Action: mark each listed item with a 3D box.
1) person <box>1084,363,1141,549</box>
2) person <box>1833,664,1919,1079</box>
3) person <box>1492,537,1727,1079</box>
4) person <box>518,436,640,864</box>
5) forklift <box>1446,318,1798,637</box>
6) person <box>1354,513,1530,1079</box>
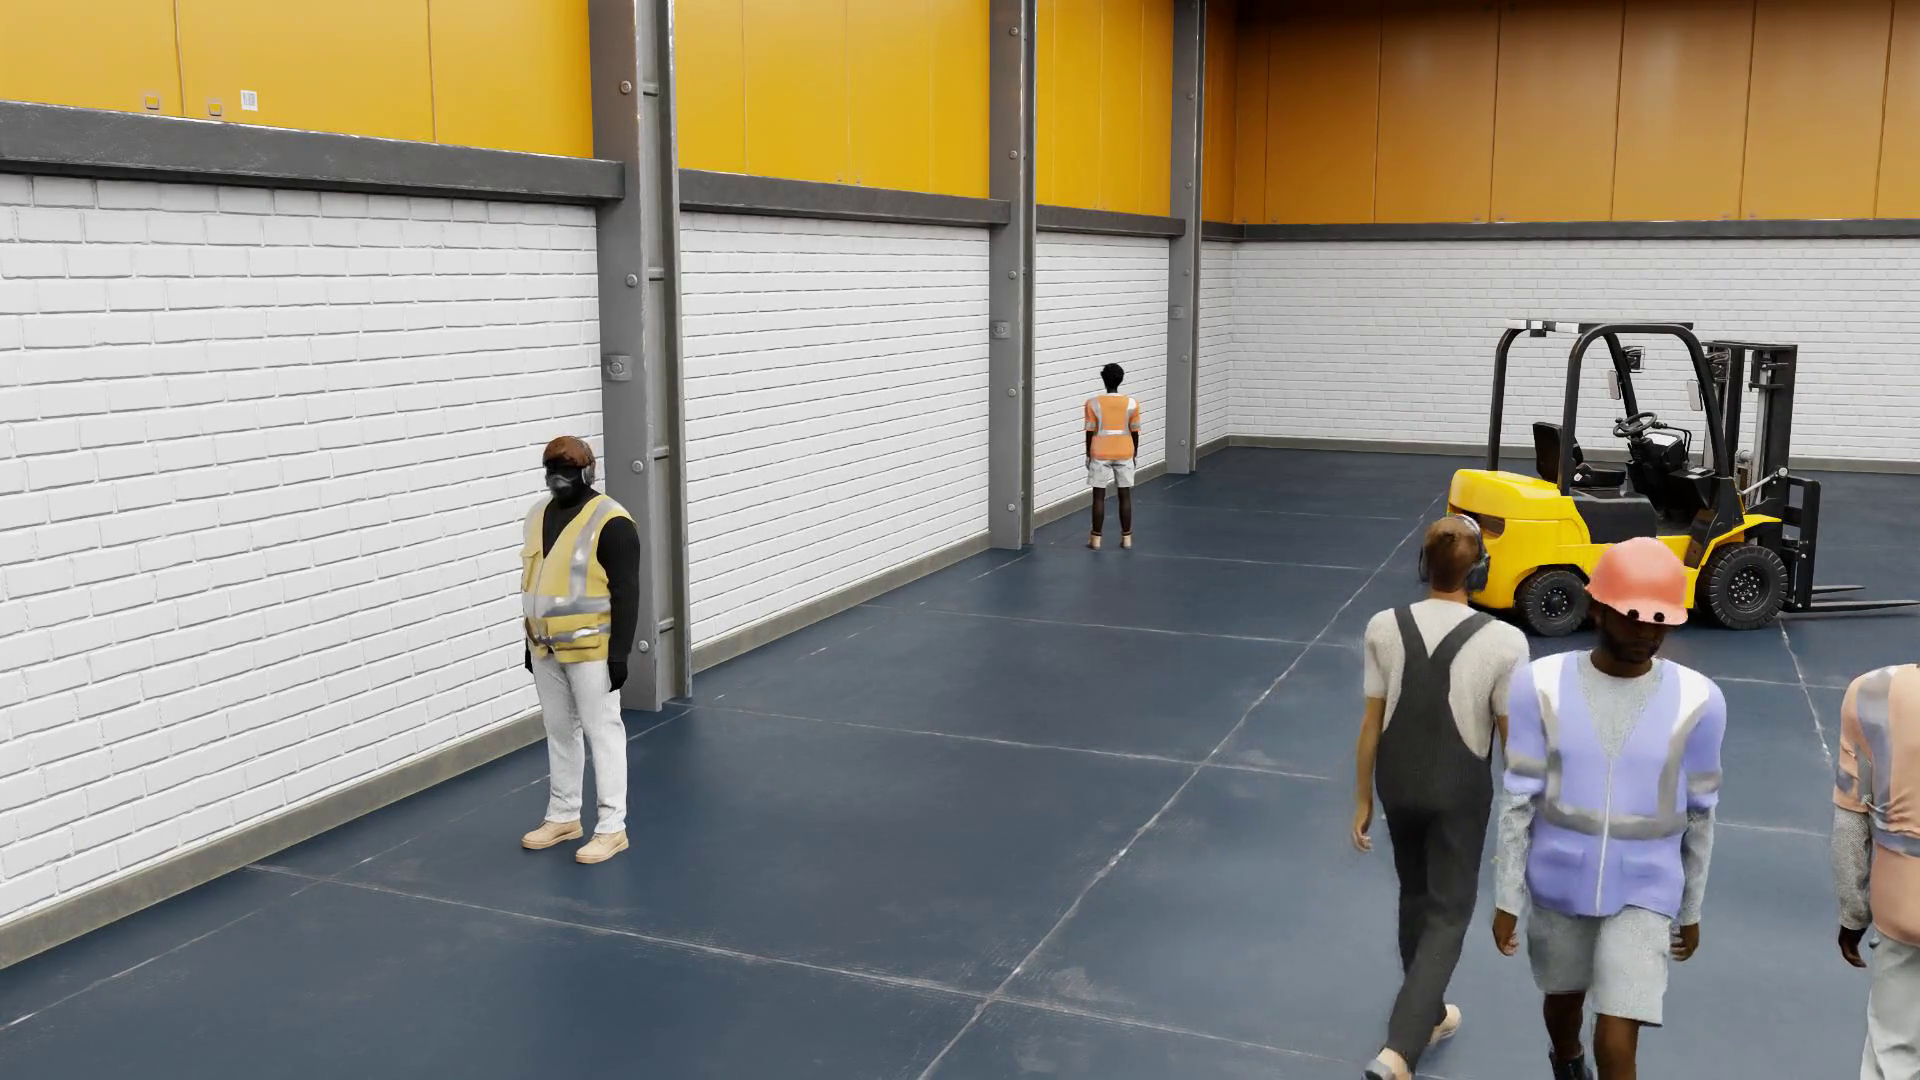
[{"bbox_3d":[1.383,-0.755,15.087,0.523,1.690,0.320,-1,9,-6],"label":"person"},{"bbox_3d":[2.456,0.939,4.097,0.366,1.927,0.585,-8,13,-42],"label":"person"},{"bbox_3d":[1.739,0.905,4.489,0.538,1.896,0.992,4,10,22],"label":"person"},{"bbox_3d":[-1.675,0.467,7.208,0.634,1.843,0.429,6,11,34],"label":"person"},{"bbox_3d":[4.706,-0.497,11.990,2.313,2.155,1.214,-2,10,-10],"label":"forklift"},{"bbox_3d":[1.449,0.830,5.134,0.517,1.818,0.877,7,11,35],"label":"person"}]
